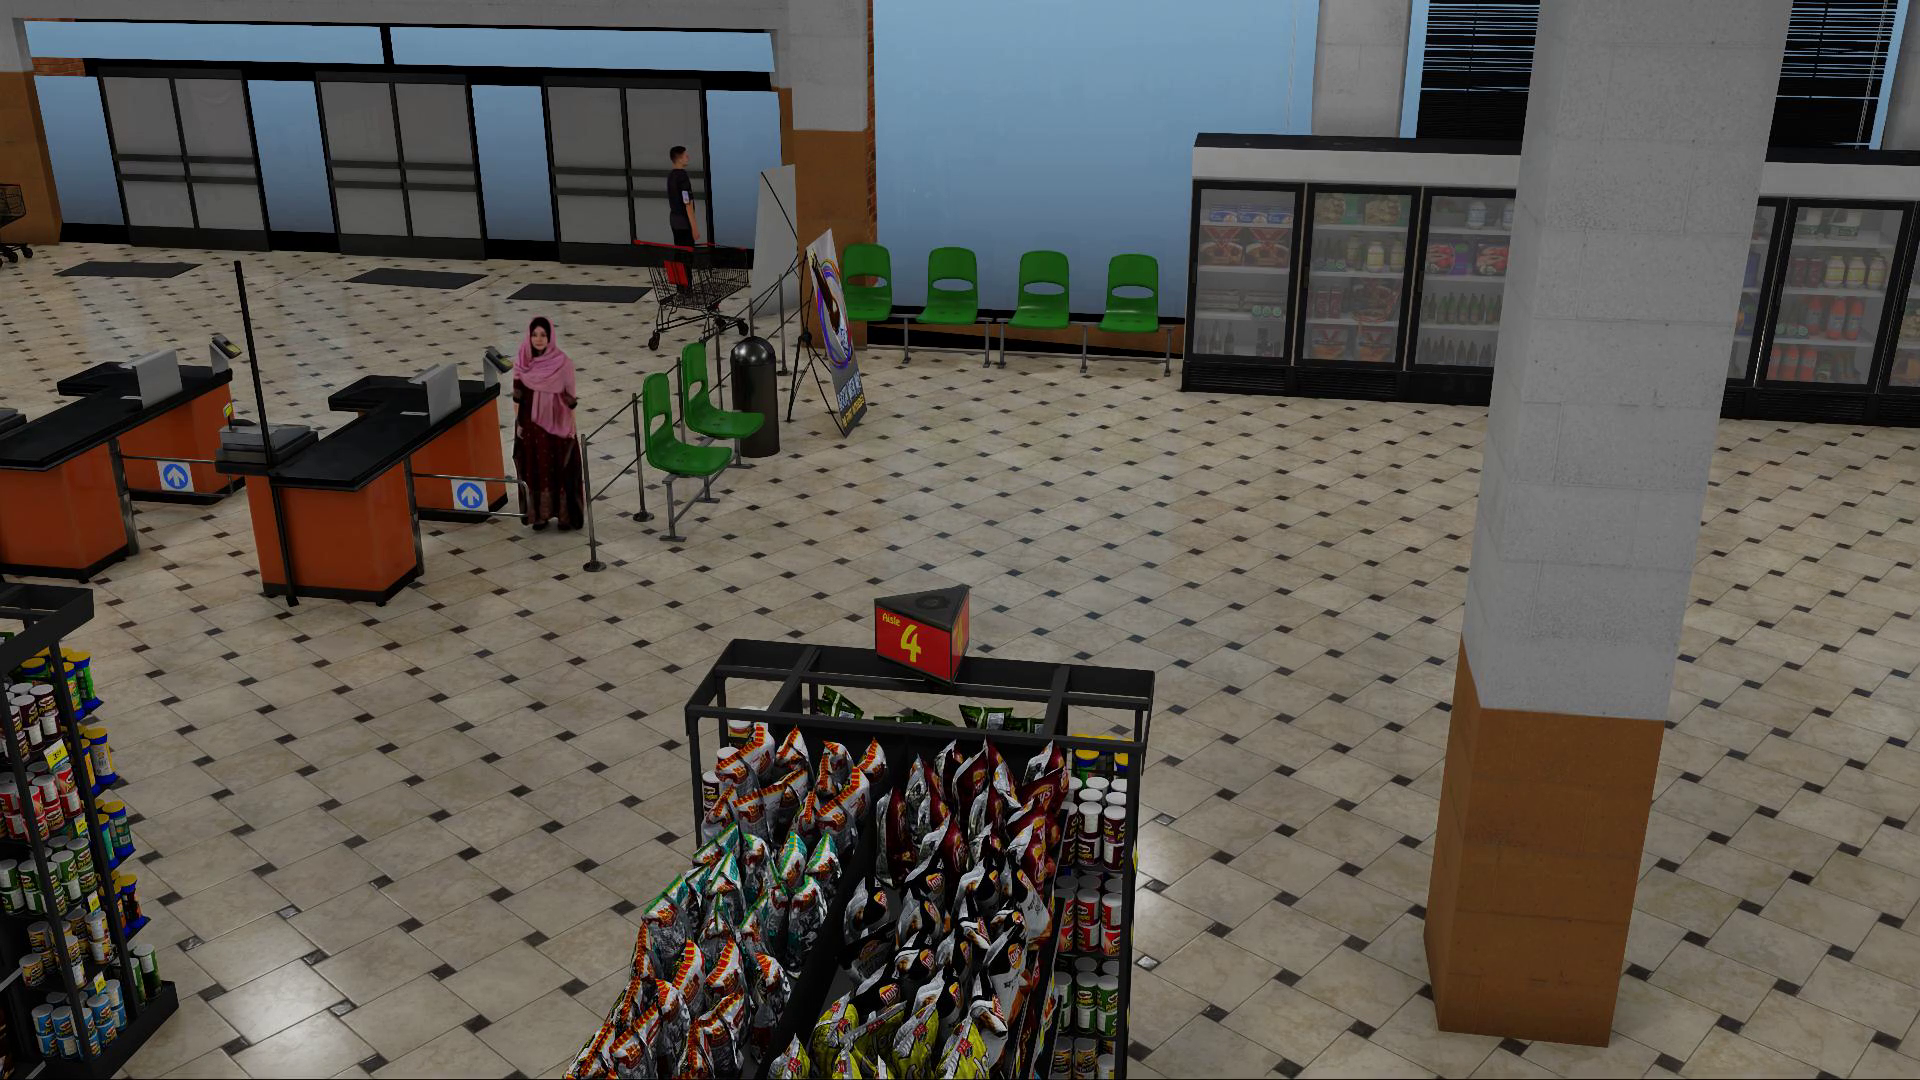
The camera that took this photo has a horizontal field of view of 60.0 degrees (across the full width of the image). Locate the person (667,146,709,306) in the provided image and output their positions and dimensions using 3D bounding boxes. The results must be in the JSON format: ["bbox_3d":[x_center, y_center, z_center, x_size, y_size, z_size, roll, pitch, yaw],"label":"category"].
[{"bbox_3d":[-3.139,-3.571,18.861,0.777,1.764,0.689,-11,24,-25],"label":"person"}]

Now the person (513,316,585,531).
[{"bbox_3d":[-3.059,-0.863,12.294,0.716,1.637,0.663,-1,22,-2],"label":"person"}]
